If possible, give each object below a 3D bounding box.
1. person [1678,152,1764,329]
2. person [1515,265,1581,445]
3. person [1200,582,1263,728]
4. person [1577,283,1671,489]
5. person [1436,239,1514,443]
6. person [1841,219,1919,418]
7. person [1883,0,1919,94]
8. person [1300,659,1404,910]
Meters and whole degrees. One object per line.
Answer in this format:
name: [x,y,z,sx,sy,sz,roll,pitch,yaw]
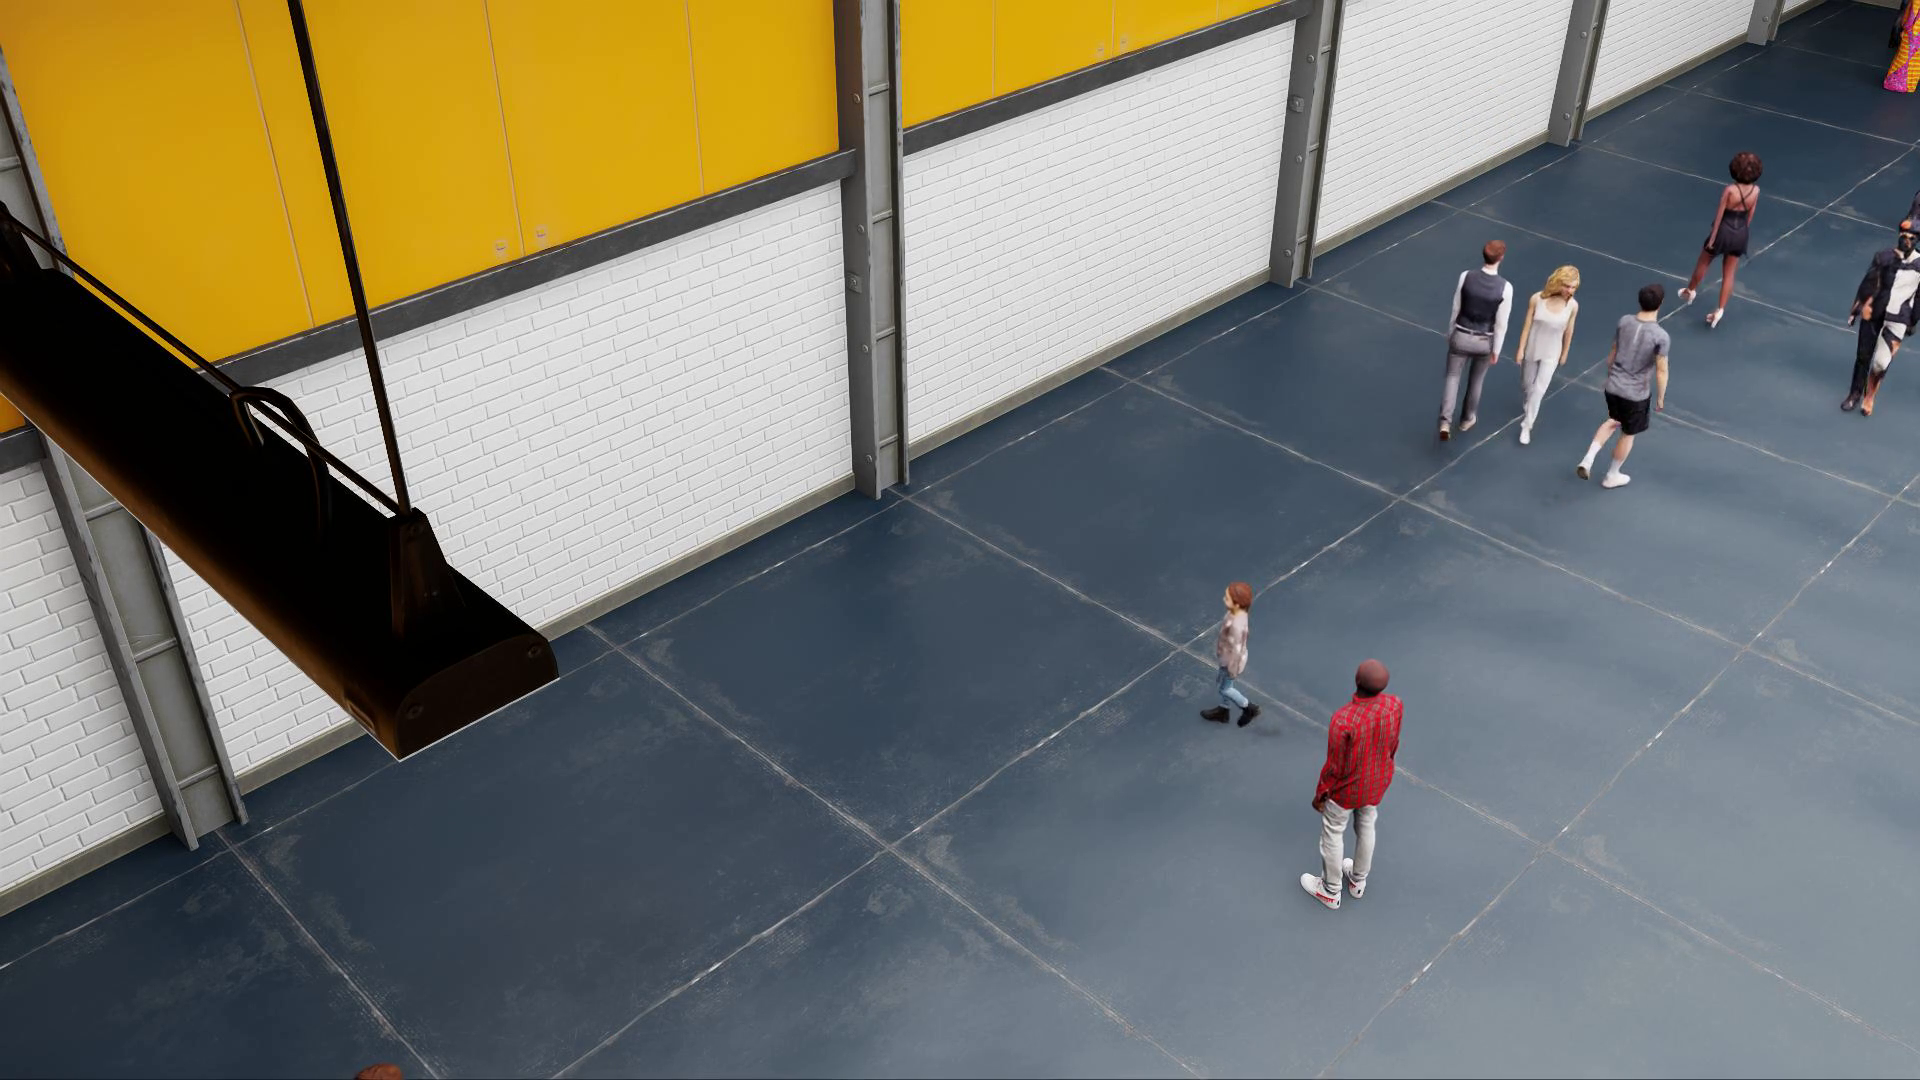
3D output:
person: [7.679,-2.949,16.564,0.973,1.763,1.019,-1,34,-2]
person: [5.197,-1.718,14.824,0.827,1.638,1.073,14,36,20]
person: [1.916,0.801,11.442,0.706,1.187,0.677,8,34,11]
person: [5.533,-1.240,13.911,0.876,1.854,0.801,-17,37,-24]
person: [4.472,-1.723,14.577,0.860,1.921,1.128,16,37,23]
person: [8.420,-2.036,15.087,0.725,1.878,0.667,25,41,32]
person: [13.095,-7.007,22.744,0.760,1.679,0.839,-6,34,-10]
person: [2.361,1.441,9.908,0.676,1.819,0.806,-12,35,-17]
